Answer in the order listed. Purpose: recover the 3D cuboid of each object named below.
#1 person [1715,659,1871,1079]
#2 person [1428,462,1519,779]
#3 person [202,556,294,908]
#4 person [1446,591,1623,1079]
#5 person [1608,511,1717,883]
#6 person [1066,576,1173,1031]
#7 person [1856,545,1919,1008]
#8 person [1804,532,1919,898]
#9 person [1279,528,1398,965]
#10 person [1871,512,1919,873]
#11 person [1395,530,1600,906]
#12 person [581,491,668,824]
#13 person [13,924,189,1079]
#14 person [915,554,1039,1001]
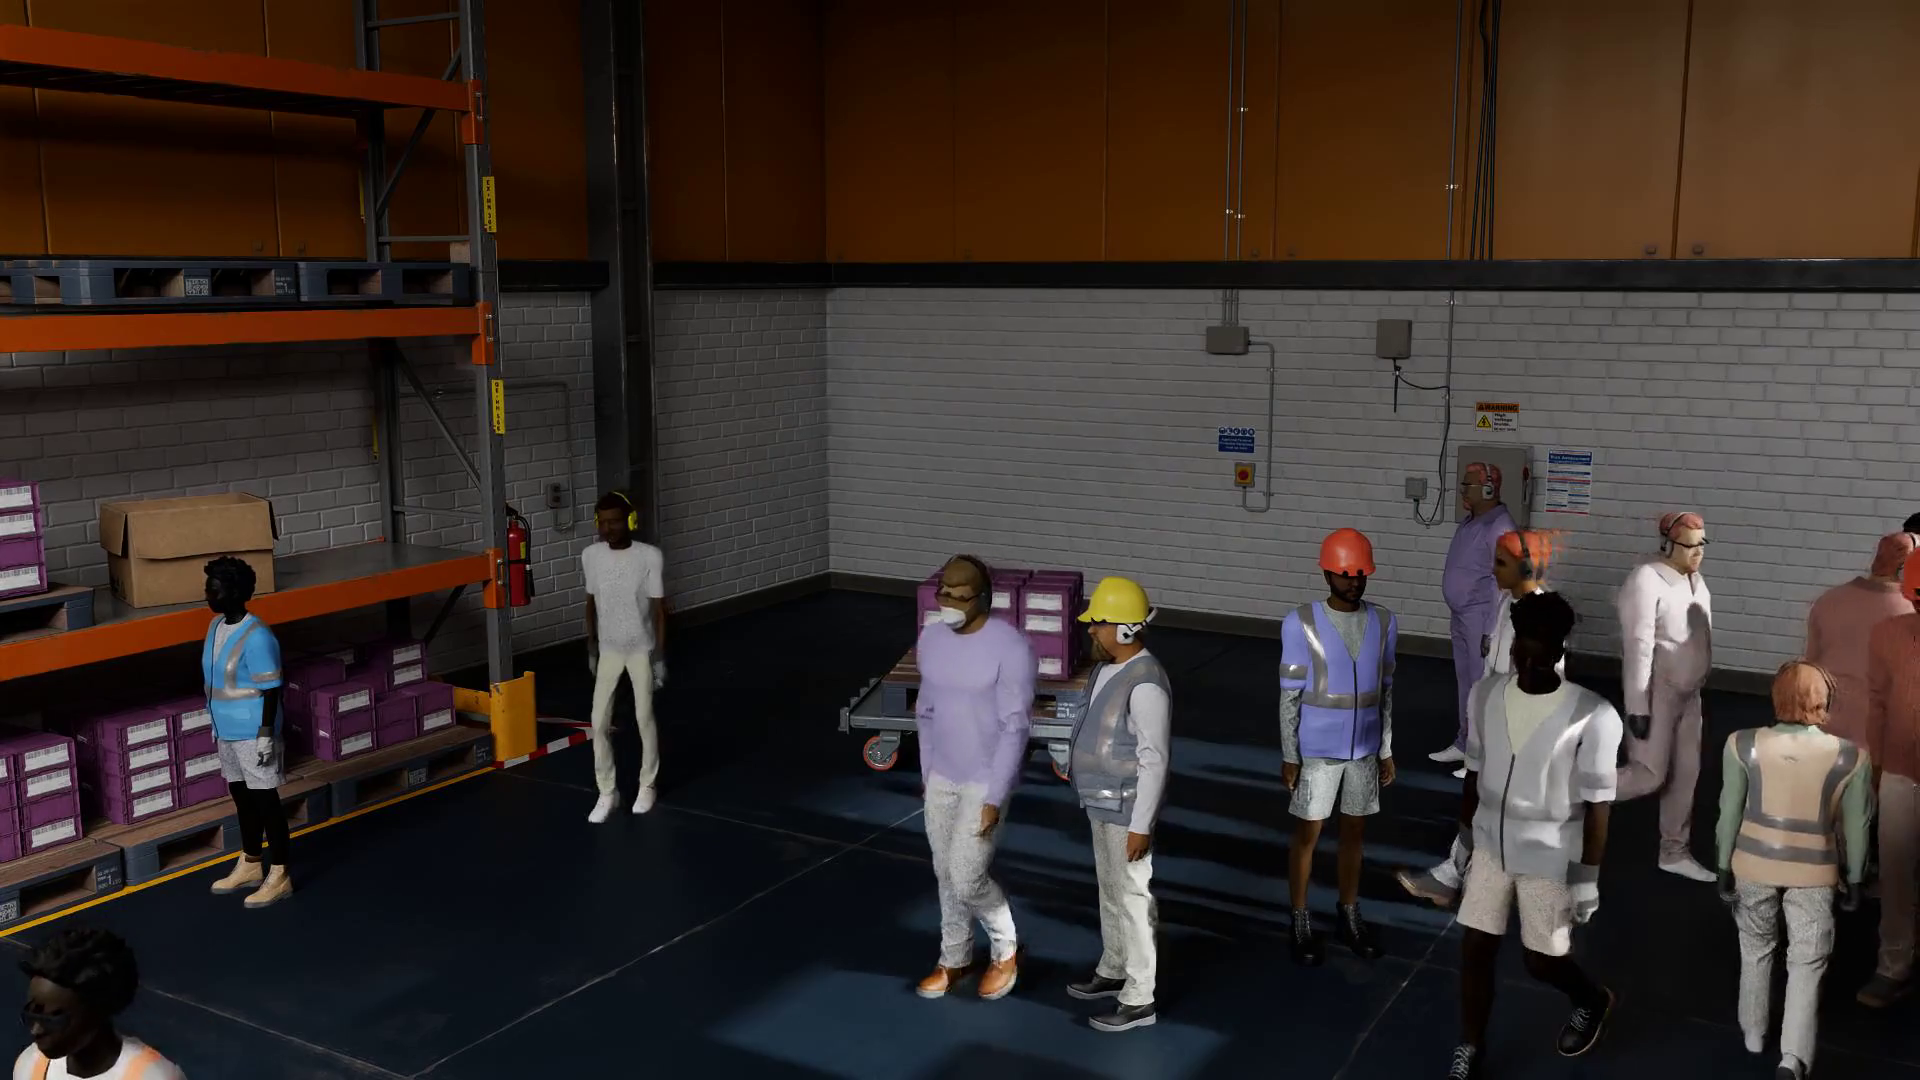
[{"bbox_3d":[3.067,1.253,6.159,0.517,1.603,0.777,5,10,29],"label":"person"},{"bbox_3d":[3.110,0.480,10.048,0.407,1.908,0.641,-1,9,-4],"label":"person"},{"bbox_3d":[-3.442,0.913,7.993,0.540,1.695,0.317,8,12,39],"label":"person"},{"bbox_3d":[2.114,1.106,6.069,0.793,1.931,0.631,-7,12,-38],"label":"person"},{"bbox_3d":[3.464,0.764,8.369,0.643,1.880,0.716,-8,12,-39],"label":"person"},{"bbox_3d":[0.637,1.050,6.717,0.404,1.830,0.602,-2,9,-11],"label":"person"},{"bbox_3d":[4.153,0.953,6.984,0.880,1.952,0.641,-6,11,-34],"label":"person"},{"bbox_3d":[4.190,0.891,7.748,0.898,1.876,0.656,-3,10,-20],"label":"person"},{"bbox_3d":[1.671,0.902,7.315,0.549,1.937,0.358,-2,9,-14],"label":"person"},{"bbox_3d":[4.780,0.801,8.150,0.897,1.900,0.603,5,10,29],"label":"person"},{"bbox_3d":[2.632,0.860,7.913,0.998,1.832,0.609,0,9,3],"label":"person"},{"bbox_3d":[-1.853,0.645,9.198,0.526,1.842,0.682,1,9,6],"label":"person"},{"bbox_3d":[-1.871,1.637,3.607,0.553,1.641,0.902,4,10,22],"label":"person"},{"bbox_3d":[0.027,0.996,6.787,0.643,1.915,0.460,9,13,44],"label":"person"}]
